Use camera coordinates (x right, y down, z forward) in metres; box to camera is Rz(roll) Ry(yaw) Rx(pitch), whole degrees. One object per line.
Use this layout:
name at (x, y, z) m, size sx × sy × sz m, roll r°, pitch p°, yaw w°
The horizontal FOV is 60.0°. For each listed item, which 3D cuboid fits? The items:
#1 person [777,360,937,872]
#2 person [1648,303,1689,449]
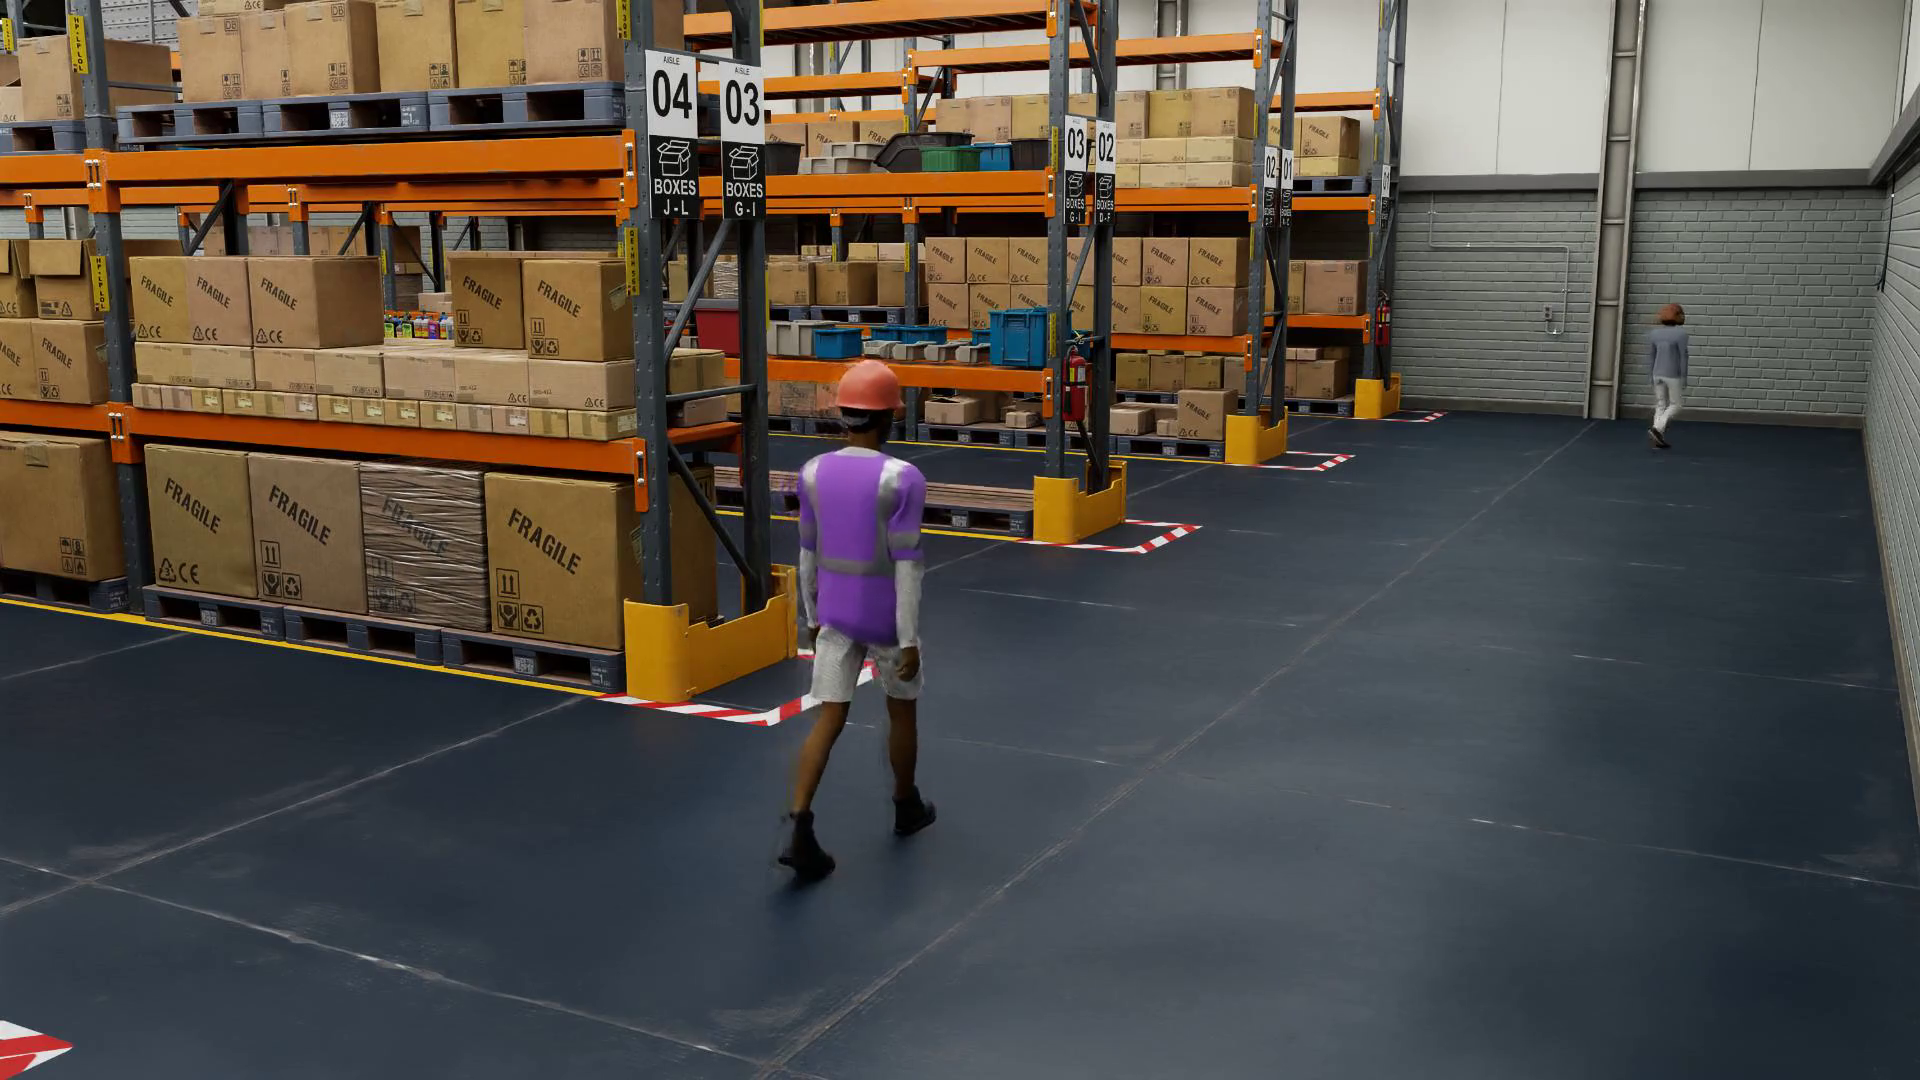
person at (-0.392, 0.281, 6.210) m, size 0.555 × 1.903 × 0.963 m, roll 5°, pitch 12°, yaw 26°
person at (7.756, -1.789, 18.238) m, size 0.394 × 1.616 × 0.517 m, roll -4°, pitch 11°, yaw -22°
